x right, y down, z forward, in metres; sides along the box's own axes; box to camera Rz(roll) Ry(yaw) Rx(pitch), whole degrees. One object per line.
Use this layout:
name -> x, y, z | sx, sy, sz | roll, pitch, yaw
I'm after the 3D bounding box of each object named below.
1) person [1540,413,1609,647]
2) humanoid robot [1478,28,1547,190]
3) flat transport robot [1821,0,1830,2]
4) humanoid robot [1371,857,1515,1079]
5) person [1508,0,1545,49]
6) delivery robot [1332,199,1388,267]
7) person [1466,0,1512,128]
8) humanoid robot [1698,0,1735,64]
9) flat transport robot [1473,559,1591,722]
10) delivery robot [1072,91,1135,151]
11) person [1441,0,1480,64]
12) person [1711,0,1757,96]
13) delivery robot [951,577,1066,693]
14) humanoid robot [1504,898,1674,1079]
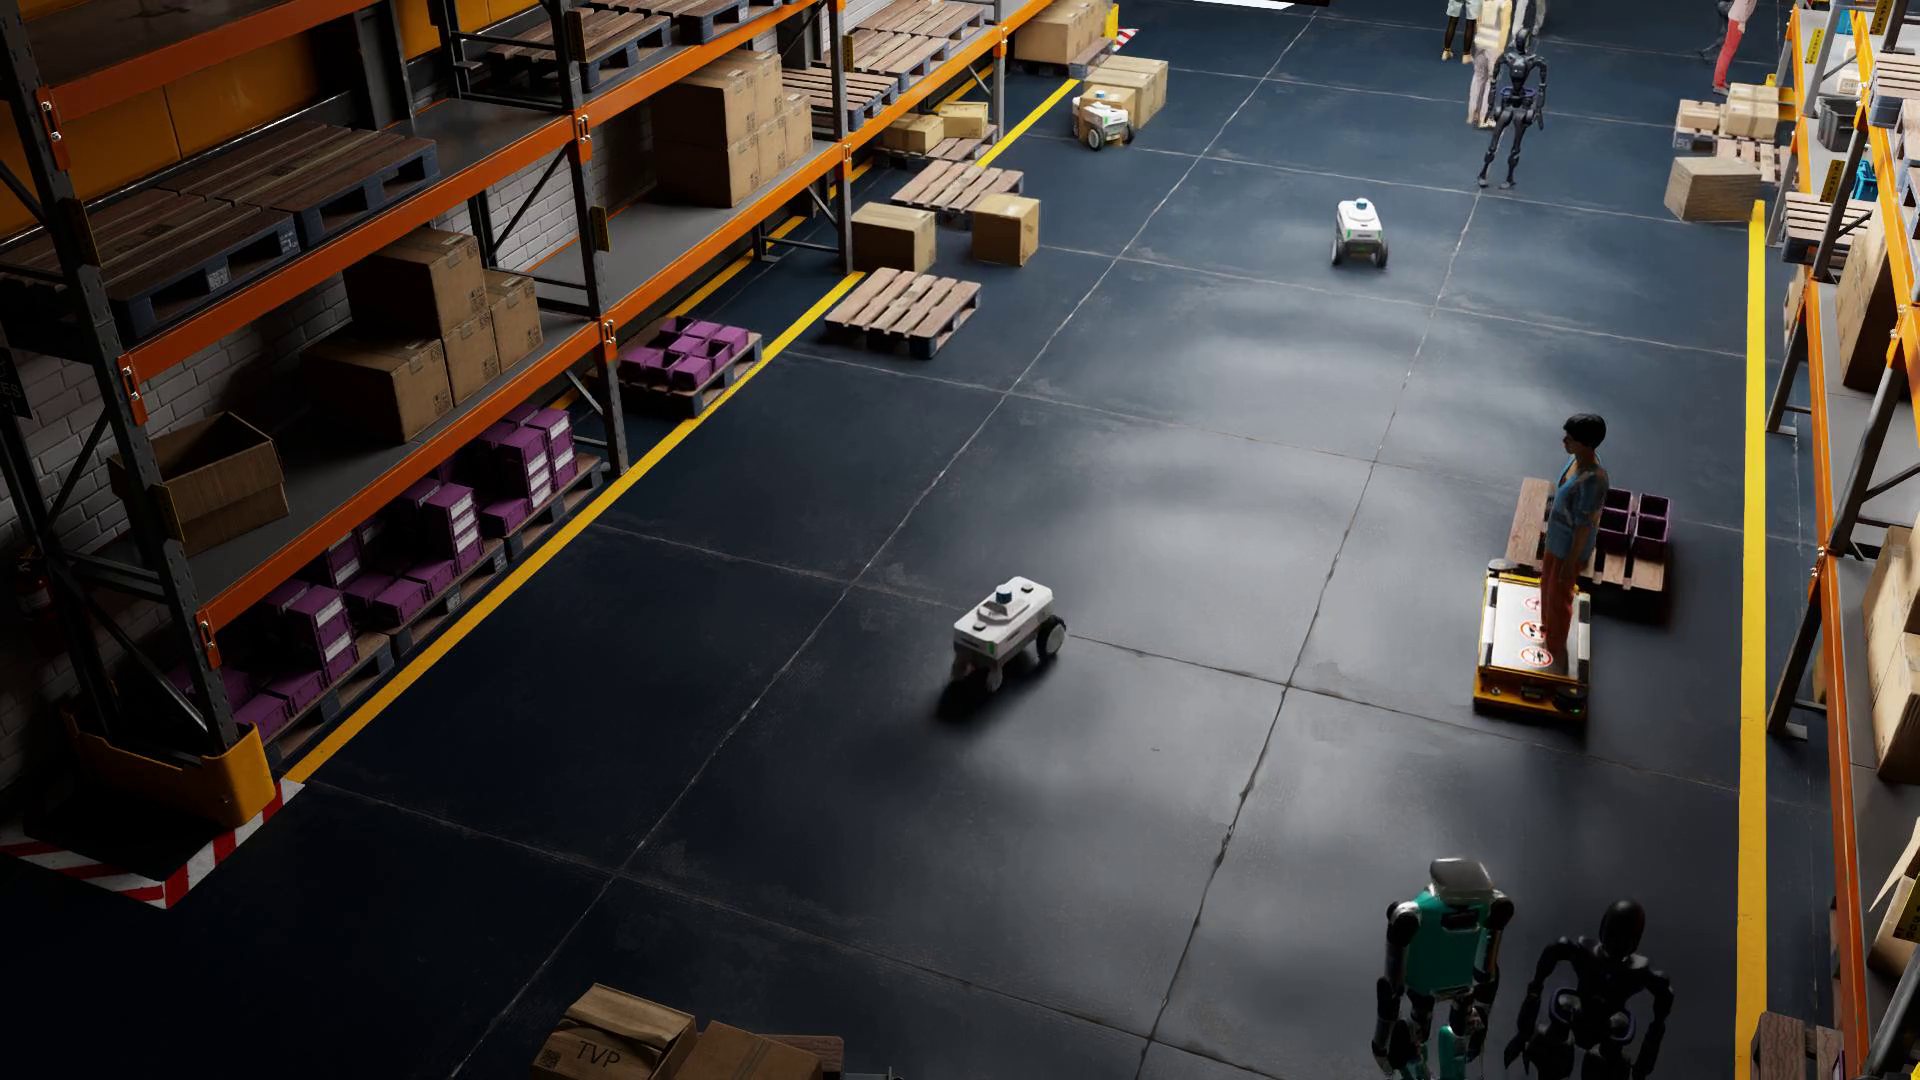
person -> 3.705, 0.022, 10.186 | 0.331, 1.757, 0.507 | 3, 33, 5
humanoid robot -> 5.743, -4.449, 17.179 | 0.610, 1.651, 0.355 | 15, 36, 22
flat transport robot -> 12.551, -8.066, 24.075 | 1.431, 0.231, 0.659 | -27, 41, -35
humanoid robot -> 2.026, 2.185, 6.850 | 0.553, 1.782, 0.748 | -7, 34, -11
person -> 7.510, -7.405, 21.587 | 0.549, 1.858, 0.931 | 19, 37, 26
delivery robot -> 3.815, -2.977, 15.906 | 0.499, 0.563, 0.738 | 2, 33, 3
person -> 6.047, -5.597, 18.896 | 0.435, 1.732, 0.589 | -19, 37, -27
humanoid robot -> 9.551, -6.734, 20.717 | 0.434, 1.647, 0.600 | 1, 33, 2
flat transport robot -> 3.666, 0.622, 10.630 | 0.659, 0.231, 1.431 | 10, 34, 15
delivery robot -> 1.587, -4.717, 18.630 | 0.523, 0.596, 0.767 | -18, 37, -26
person -> 6.378, -6.848, 20.880 | 0.534, 1.691, 0.319 | 22, 39, 31
person -> 9.321, -6.205, 19.823 | 0.325, 1.759, 0.524 | 12, 35, 18
delivery robot -> 0.290, 0.549, 10.496 | 0.499, 0.614, 0.802 | 22, 39, 30
humanoid robot -> 2.598, 2.154, 6.952 | 0.589, 1.649, 0.394 | 14, 36, 21
